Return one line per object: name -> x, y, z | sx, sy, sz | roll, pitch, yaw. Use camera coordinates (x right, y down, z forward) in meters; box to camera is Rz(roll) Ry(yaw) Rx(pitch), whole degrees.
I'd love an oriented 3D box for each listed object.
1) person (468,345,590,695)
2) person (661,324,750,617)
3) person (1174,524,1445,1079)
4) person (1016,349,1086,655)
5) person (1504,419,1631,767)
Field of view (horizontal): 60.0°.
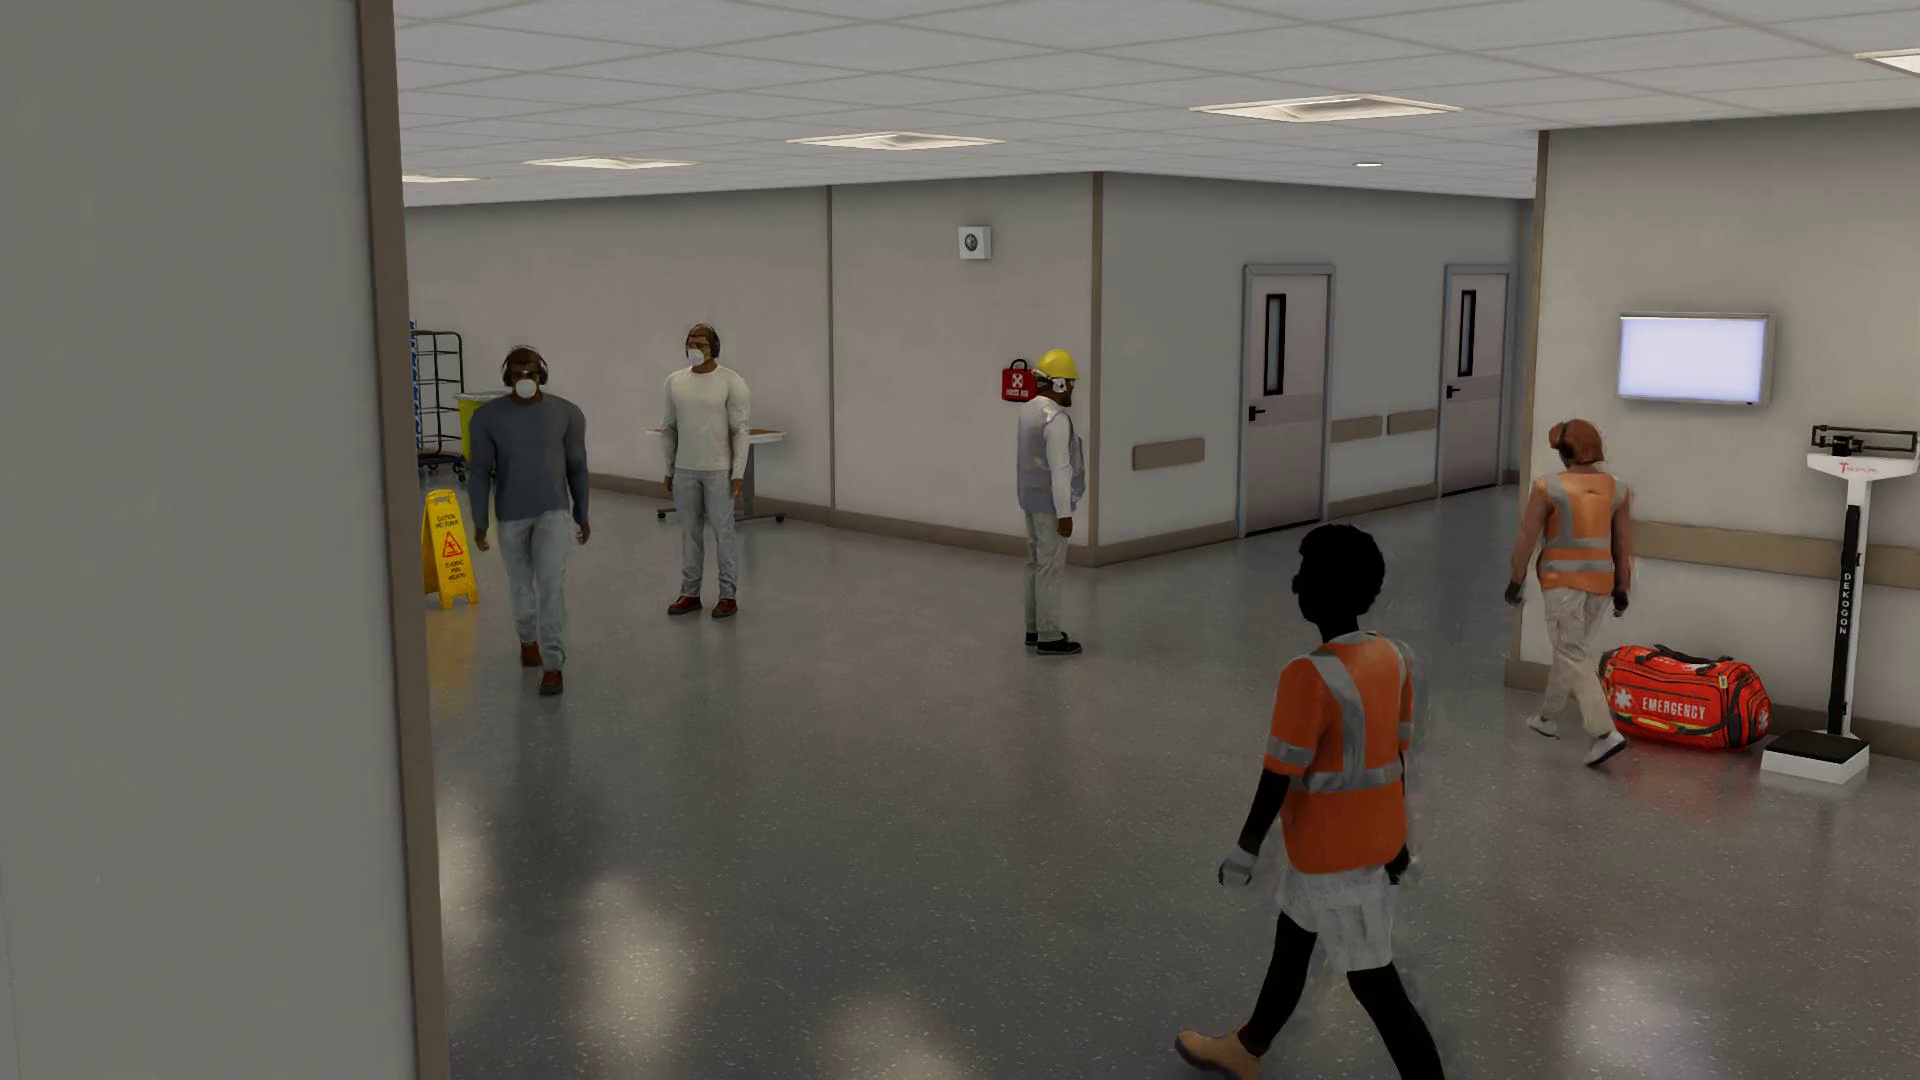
person -> -2.402, -0.148, 9.307 | 0.645, 1.893, 1.029 | -2, 9, -12
person -> -1.690, -0.456, 11.018 | 0.630, 1.940, 0.372 | 3, 10, 18
person -> 0.970, 0.781, 4.317 | 0.908, 1.647, 0.535 | 6, 11, 33
person -> 0.545, -0.224, 9.968 | 0.403, 1.824, 0.590 | -3, 10, -16
person -> 2.937, 0.229, 7.856 | 0.518, 1.598, 0.847 | -2, 10, -13
